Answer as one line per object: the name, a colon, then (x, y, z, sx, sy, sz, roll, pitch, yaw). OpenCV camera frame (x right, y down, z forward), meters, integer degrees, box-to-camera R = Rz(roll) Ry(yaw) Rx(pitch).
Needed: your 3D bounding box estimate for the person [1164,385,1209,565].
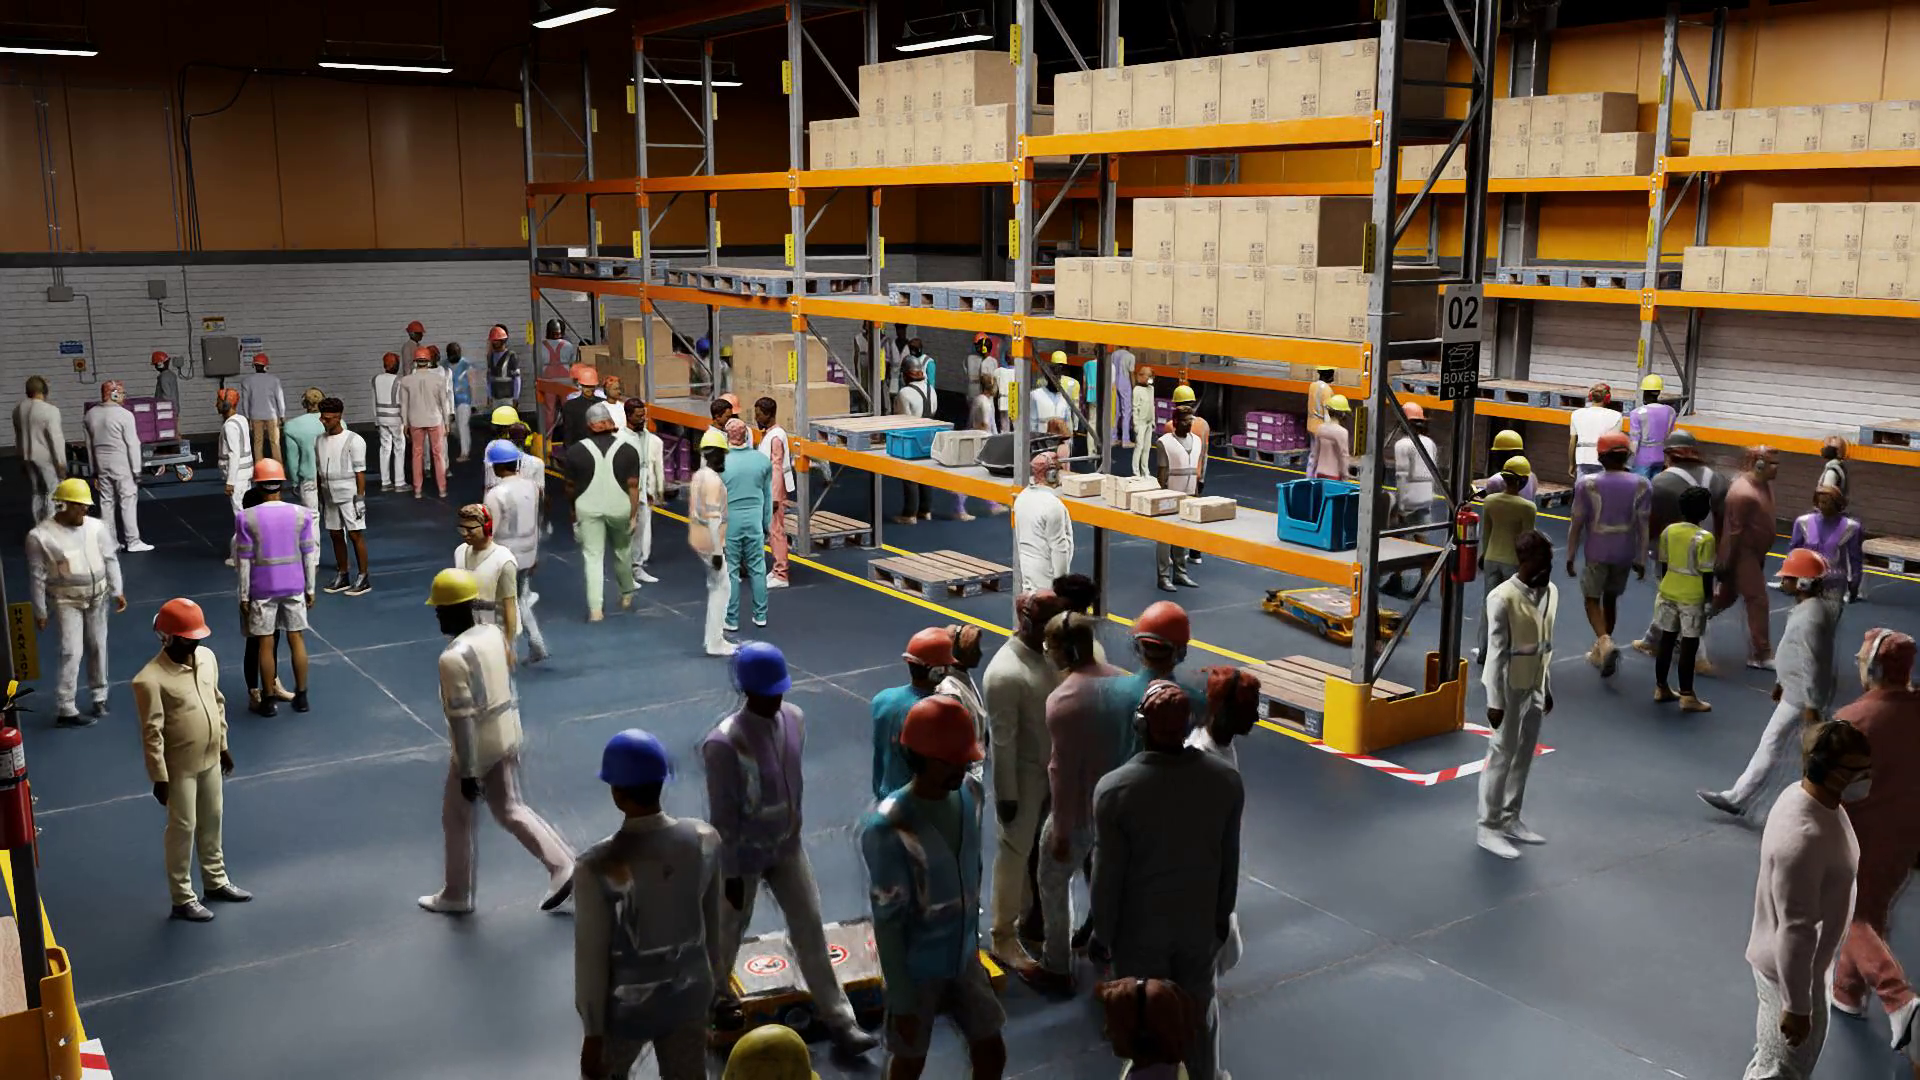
person: (2.369, -0.677, 17.647, 0.582, 1.919, 0.396, -8, 13, -34)

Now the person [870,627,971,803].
person: (-0.170, 1.277, 8.084, 0.579, 1.742, 0.351, 8, 13, 35)

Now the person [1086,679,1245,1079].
person: (0.788, 1.487, 6.588, 0.642, 1.909, 0.399, -4, 12, -20)

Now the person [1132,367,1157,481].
person: (2.554, -1.601, 23.123, 0.282, 1.624, 0.508, 8, 14, 36)

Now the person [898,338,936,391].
person: (-0.685, -2.169, 25.471, 0.626, 1.842, 0.429, 6, 13, 29)

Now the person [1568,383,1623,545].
person: (7.103, -0.834, 18.619, 0.570, 1.845, 0.381, 7, 13, 32)

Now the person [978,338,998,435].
person: (0.409, -2.129, 25.221, 0.326, 1.862, 0.508, 5, 12, 23)

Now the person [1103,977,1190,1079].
person: (0.590, 1.994, 4.721, 0.726, 1.607, 0.519, 1, 11, 7)

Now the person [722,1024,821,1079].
person: (-0.495, 2.042, 4.204, 0.489, 1.730, 0.324, 9, 14, 38)

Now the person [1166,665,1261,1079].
person: (1.018, 1.426, 7.025, 0.436, 1.864, 0.582, 4, 12, 20)

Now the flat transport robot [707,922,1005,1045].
flat transport robot: (-0.569, 2.046, 7.920, 1.431, 0.197, 0.652, -5, 12, -23)

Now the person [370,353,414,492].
person: (-7.621, -1.575, 22.334, 0.588, 1.878, 0.361, 4, 12, 18)

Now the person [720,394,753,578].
person: (-2.322, -0.532, 16.893, 0.548, 1.926, 0.424, -8, 14, -35)

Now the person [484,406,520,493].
person: (-4.308, -0.313, 15.784, 0.395, 1.919, 0.582, -3, 12, -16)

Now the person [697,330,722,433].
person: (-4.197, -2.646, 28.072, 0.522, 1.793, 1.005, -8, 13, -34)

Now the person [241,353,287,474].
person: (-9.922, -1.785, 23.721, 0.563, 1.751, 0.342, -2, 11, -9)

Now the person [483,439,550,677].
person: (-3.632, 0.149, 13.353, 0.455, 1.933, 0.635, 3, 12, 16)

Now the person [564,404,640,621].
person: (-3.305, -0.303, 15.402, 0.681, 2.000, 0.979, -3, 11, -14)

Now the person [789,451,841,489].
person: (-2.109, -1.650, 22.703, 1.028, 1.896, 0.626, 9, 14, 38)

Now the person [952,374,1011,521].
person: (0.275, -1.134, 20.310, 0.832, 1.783, 0.538, -1, 11, -6)

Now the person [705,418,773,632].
person: (-1.992, -0.134, 14.882, 0.642, 1.909, 0.399, -6, 13, -30)

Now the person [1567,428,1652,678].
person: (5.225, 0.115, 13.350, 0.613, 2.016, 0.828, 1, 11, 4)

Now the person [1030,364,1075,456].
person: (1.135, -1.196, 20.333, 0.608, 1.898, 0.535, -8, 13, -34)

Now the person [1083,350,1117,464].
person: (2.079, -2.033, 24.755, 0.567, 1.845, 0.384, 8, 14, 35)

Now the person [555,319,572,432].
person: (-6.819, -2.824, 28.595, 0.372, 1.932, 0.627, -4, 12, -17)

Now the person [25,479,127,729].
person: (-6.428, 0.451, 12.150, 0.511, 1.802, 0.596, 5, 12, 24)

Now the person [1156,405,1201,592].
person: (2.159, -0.424, 16.518, 0.563, 1.847, 0.392, -9, 14, -38)

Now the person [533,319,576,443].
person: (-6.535, -2.553, 26.918, 0.683, 2.000, 0.537, -3, 11, -13)

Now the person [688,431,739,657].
person: (-2.097, 0.033, 14.107, 0.412, 1.879, 0.615, -4, 12, -18)

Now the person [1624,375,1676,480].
person: (7.734, -0.894, 18.718, 0.587, 1.927, 0.367, -4, 12, -19)

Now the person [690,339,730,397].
person: (-3.681, -2.053, 24.816, 0.659, 1.880, 1.014, -5, 12, -25)

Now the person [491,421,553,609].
person: (-4.022, -0.177, 15.308, 0.549, 1.831, 0.931, 1, 11, 7)

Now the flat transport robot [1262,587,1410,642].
flat transport robot: (3.386, 0.649, 15.075, 0.652, 0.197, 1.431, -4, 12, -20)

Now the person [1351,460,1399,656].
person: (3.425, 0.110, 14.238, 0.551, 1.652, 0.831, -5, 12, -25)

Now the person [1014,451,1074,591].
person: (0.675, 0.269, 12.807, 0.407, 1.913, 0.641, -5, 12, -26)

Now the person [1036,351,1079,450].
person: (1.293, -1.548, 22.105, 0.581, 1.919, 0.397, 1, 11, 6)

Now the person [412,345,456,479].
person: (-7.441, -1.816, 23.542, 0.583, 1.883, 0.337, -6, 13, -30)

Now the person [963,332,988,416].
person: (0.309, -2.209, 25.451, 0.544, 1.929, 0.388, 9, 14, 37)

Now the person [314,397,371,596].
person: (-6.059, -0.430, 16.282, 0.598, 1.958, 0.369, 4, 12, 21)

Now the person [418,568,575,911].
person: (-2.450, 1.073, 8.763, 0.853, 1.891, 0.619, 2, 11, 11)

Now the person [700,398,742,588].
person: (-2.410, -0.458, 16.550, 0.402, 1.908, 0.598, 0, 11, -2)

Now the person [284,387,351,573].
person: (-6.651, -0.619, 17.286, 0.630, 1.940, 0.372, -4, 12, -19)

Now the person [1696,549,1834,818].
person: (5.014, 0.897, 10.102, 0.838, 1.706, 0.581, 6, 13, 30)

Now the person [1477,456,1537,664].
person: (4.496, 0.186, 13.626, 0.341, 1.760, 0.525, -7, 13, -32)

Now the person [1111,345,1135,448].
person: (2.589, -2.383, 26.568, 0.514, 1.839, 0.339, 11, 15, 43)
